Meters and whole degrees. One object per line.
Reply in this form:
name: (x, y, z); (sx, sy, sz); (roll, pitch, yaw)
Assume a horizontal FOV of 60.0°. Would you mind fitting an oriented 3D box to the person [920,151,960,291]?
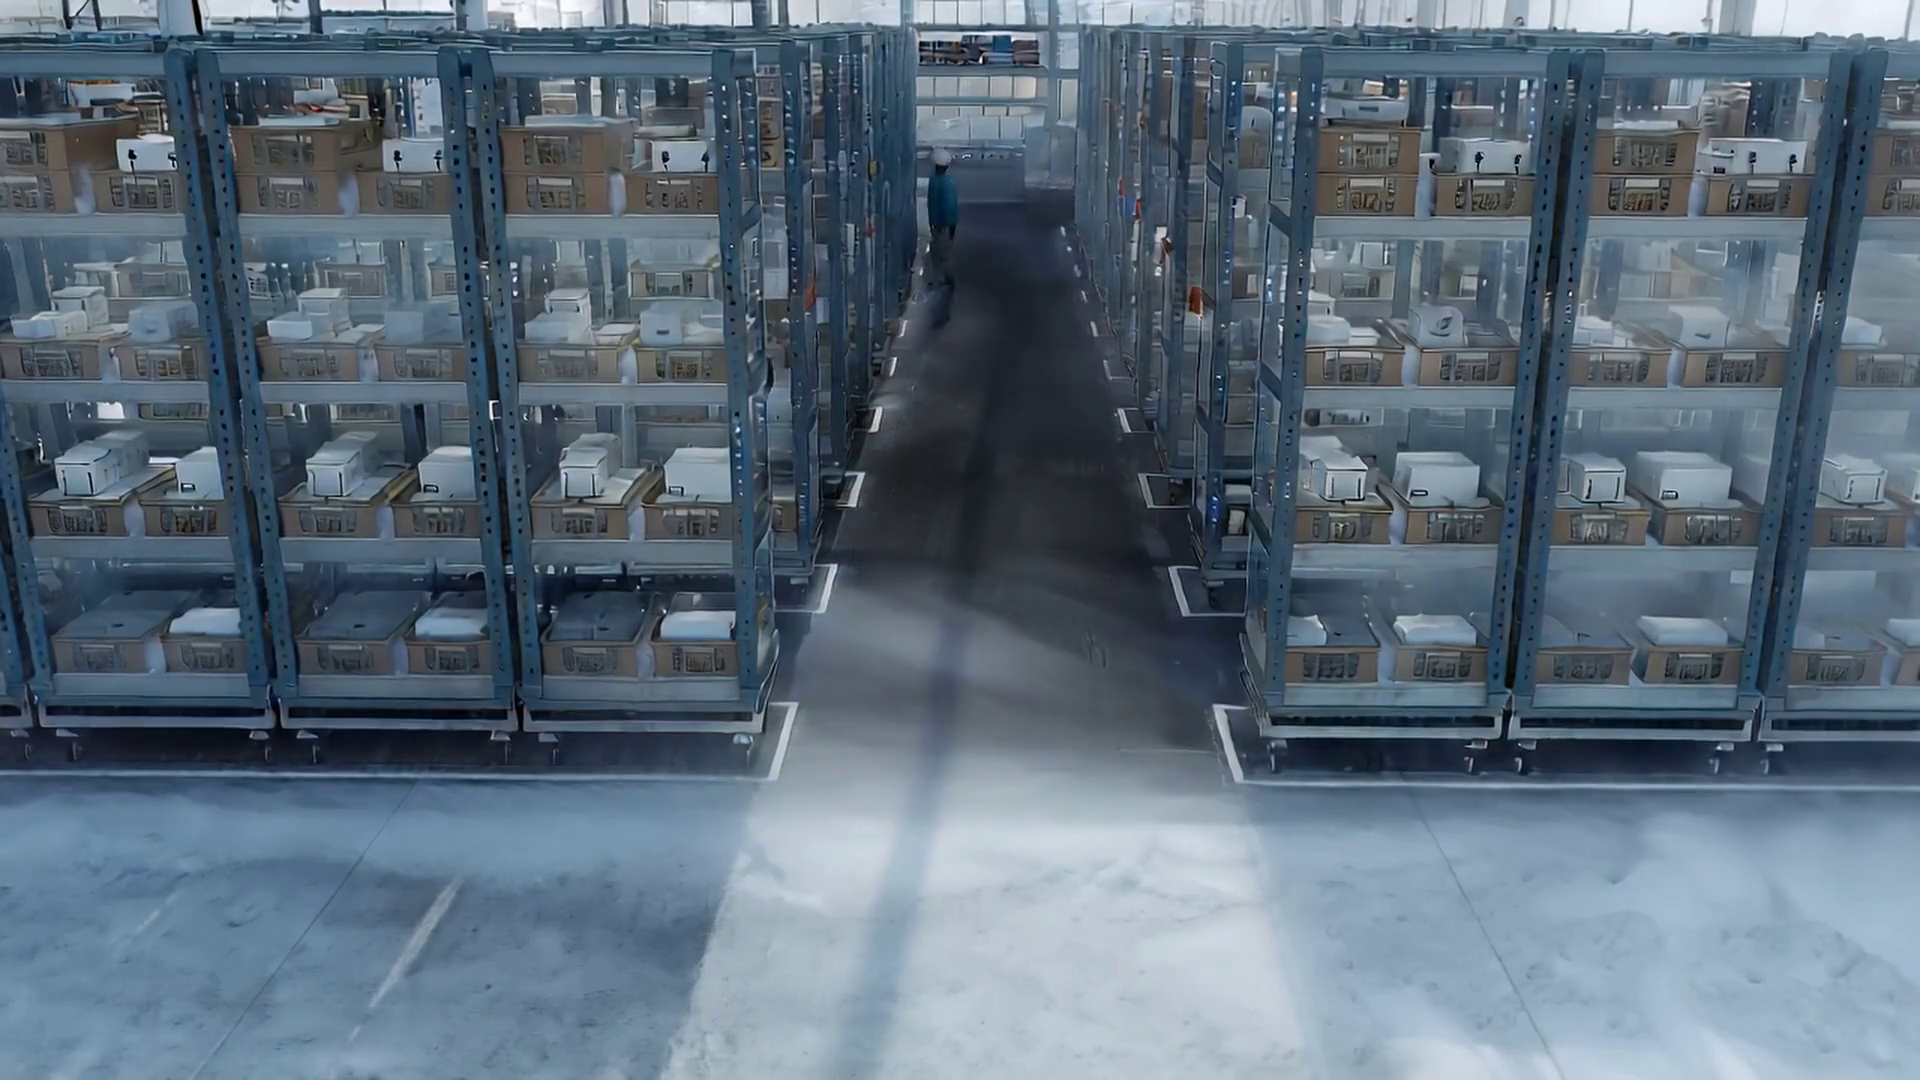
person: (-0.243, -4.499, 23.499); (0.437, 1.961, 0.660); (-16, 23, -41)
